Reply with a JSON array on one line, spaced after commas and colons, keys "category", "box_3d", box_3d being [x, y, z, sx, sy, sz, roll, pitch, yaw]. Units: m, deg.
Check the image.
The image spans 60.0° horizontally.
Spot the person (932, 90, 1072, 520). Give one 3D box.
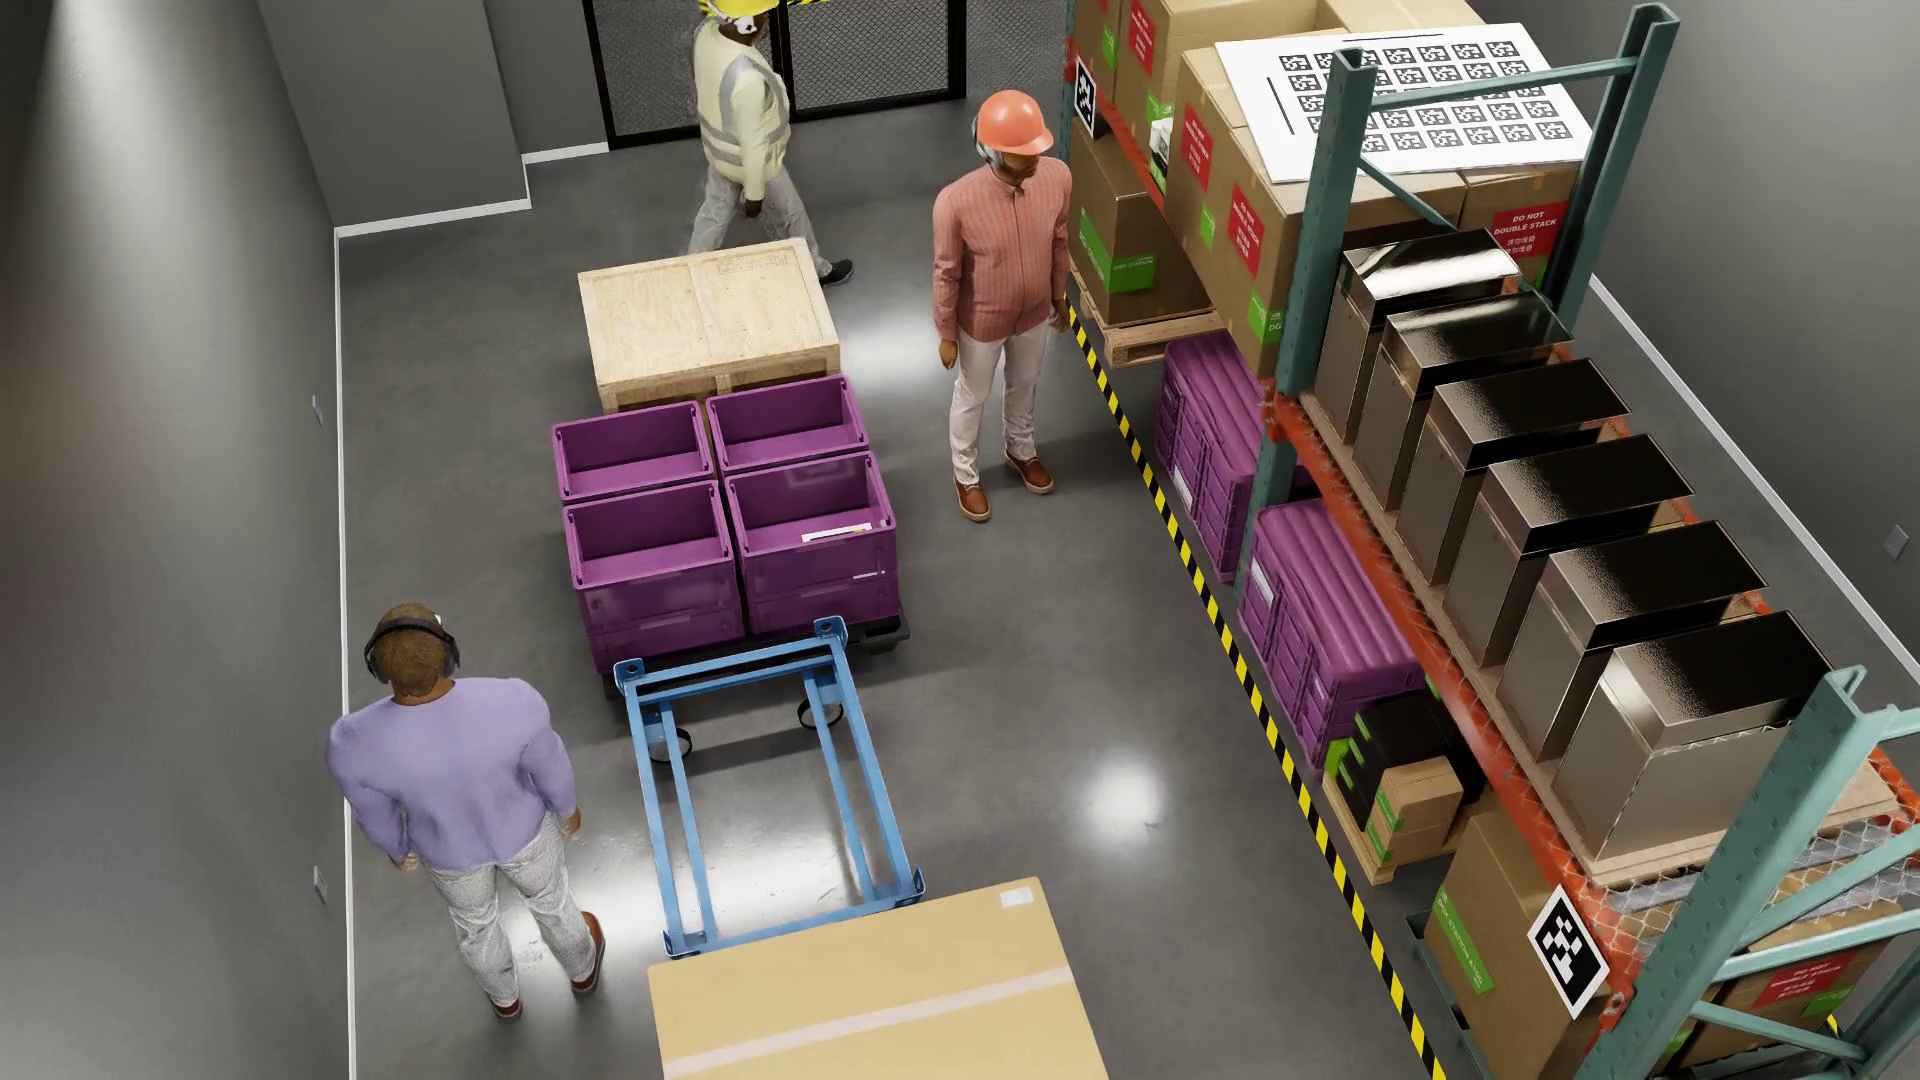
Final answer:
[{"category": "person", "box_3d": [0.176, -0.925, 6.696, 0.622, 1.996, 0.369, -23, 51, -20]}]

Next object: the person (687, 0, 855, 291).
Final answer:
[{"category": "person", "box_3d": [-0.998, -1.798, 7.649, 0.935, 1.788, 0.590, -25, 52, -21]}]

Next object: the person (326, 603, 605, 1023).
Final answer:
[{"category": "person", "box_3d": [-1.468, 0.874, 5.084, 0.627, 1.940, 0.370, -13, 49, -11]}]
